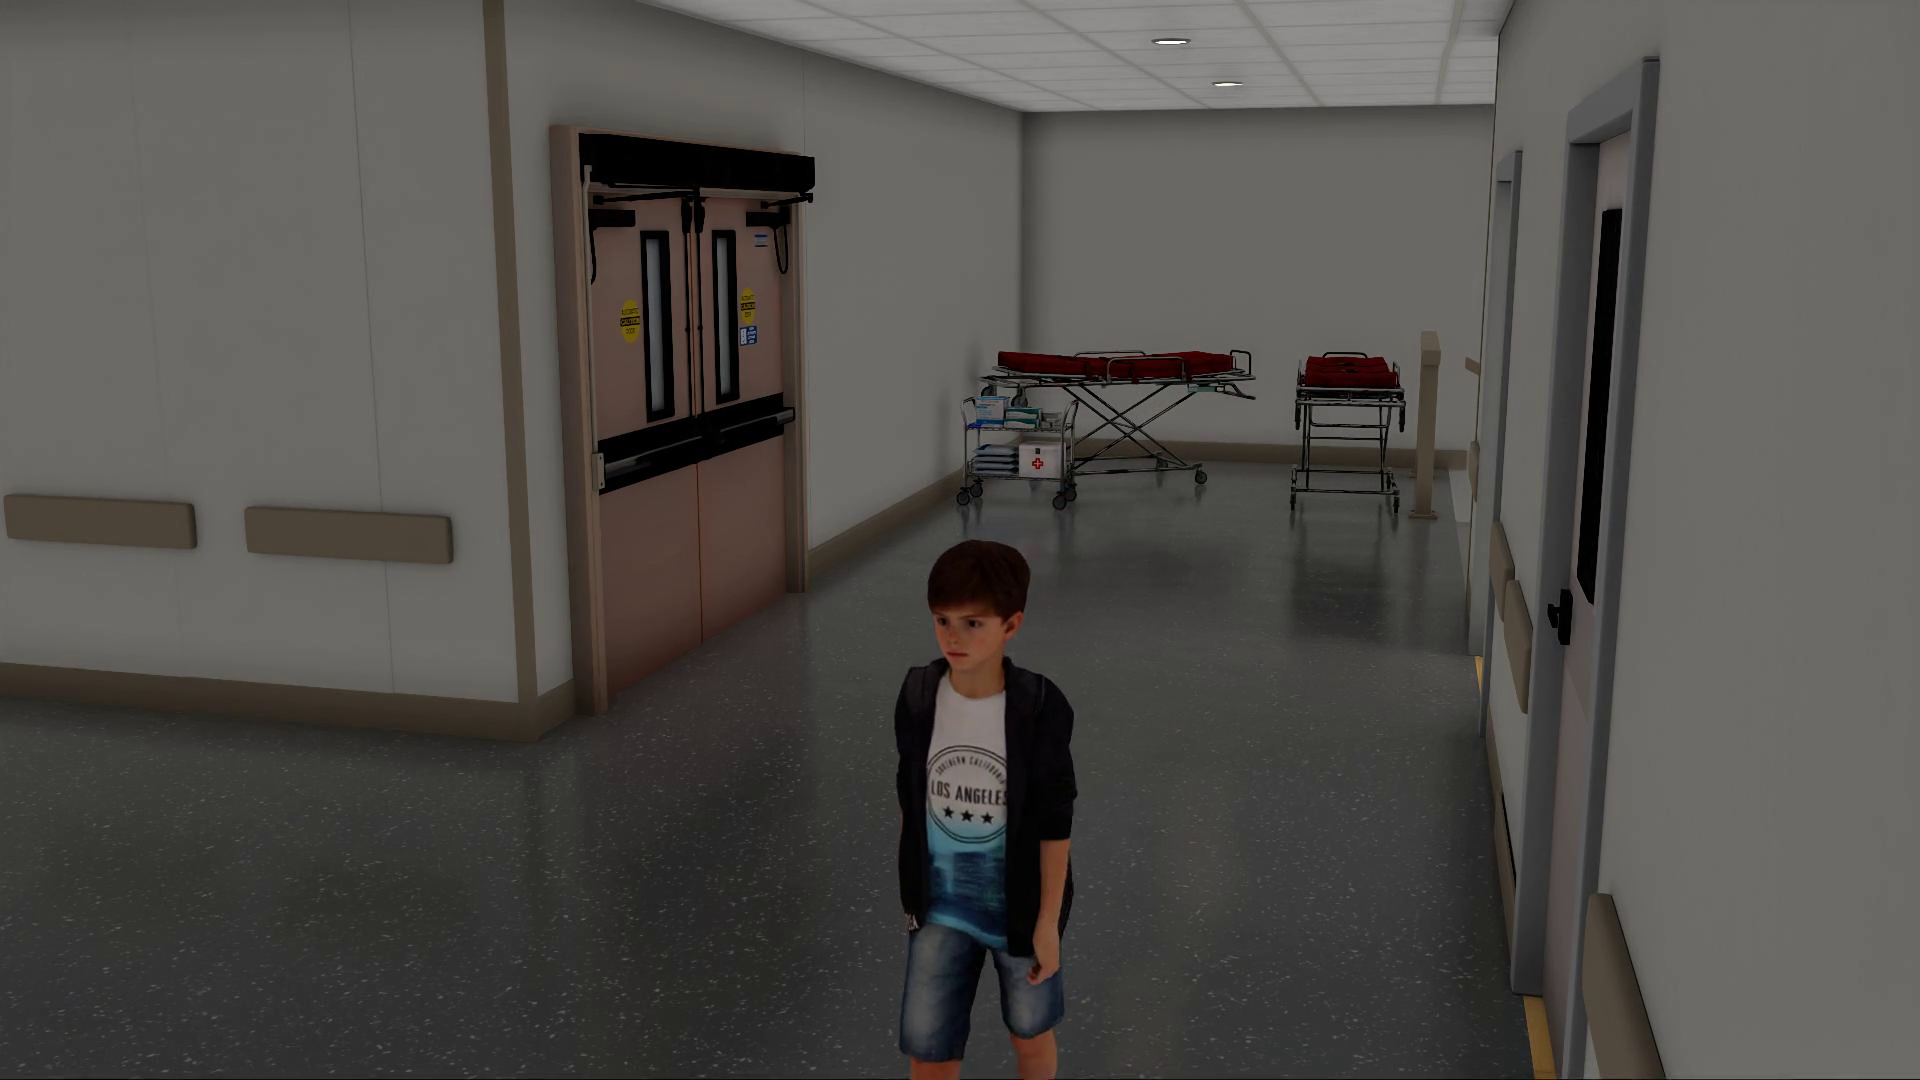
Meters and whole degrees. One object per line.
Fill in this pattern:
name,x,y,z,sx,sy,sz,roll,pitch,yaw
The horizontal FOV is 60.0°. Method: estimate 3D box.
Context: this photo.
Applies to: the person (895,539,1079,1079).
person,0.083,0.716,3.319,0.526,1.408,0.931,3,11,15
